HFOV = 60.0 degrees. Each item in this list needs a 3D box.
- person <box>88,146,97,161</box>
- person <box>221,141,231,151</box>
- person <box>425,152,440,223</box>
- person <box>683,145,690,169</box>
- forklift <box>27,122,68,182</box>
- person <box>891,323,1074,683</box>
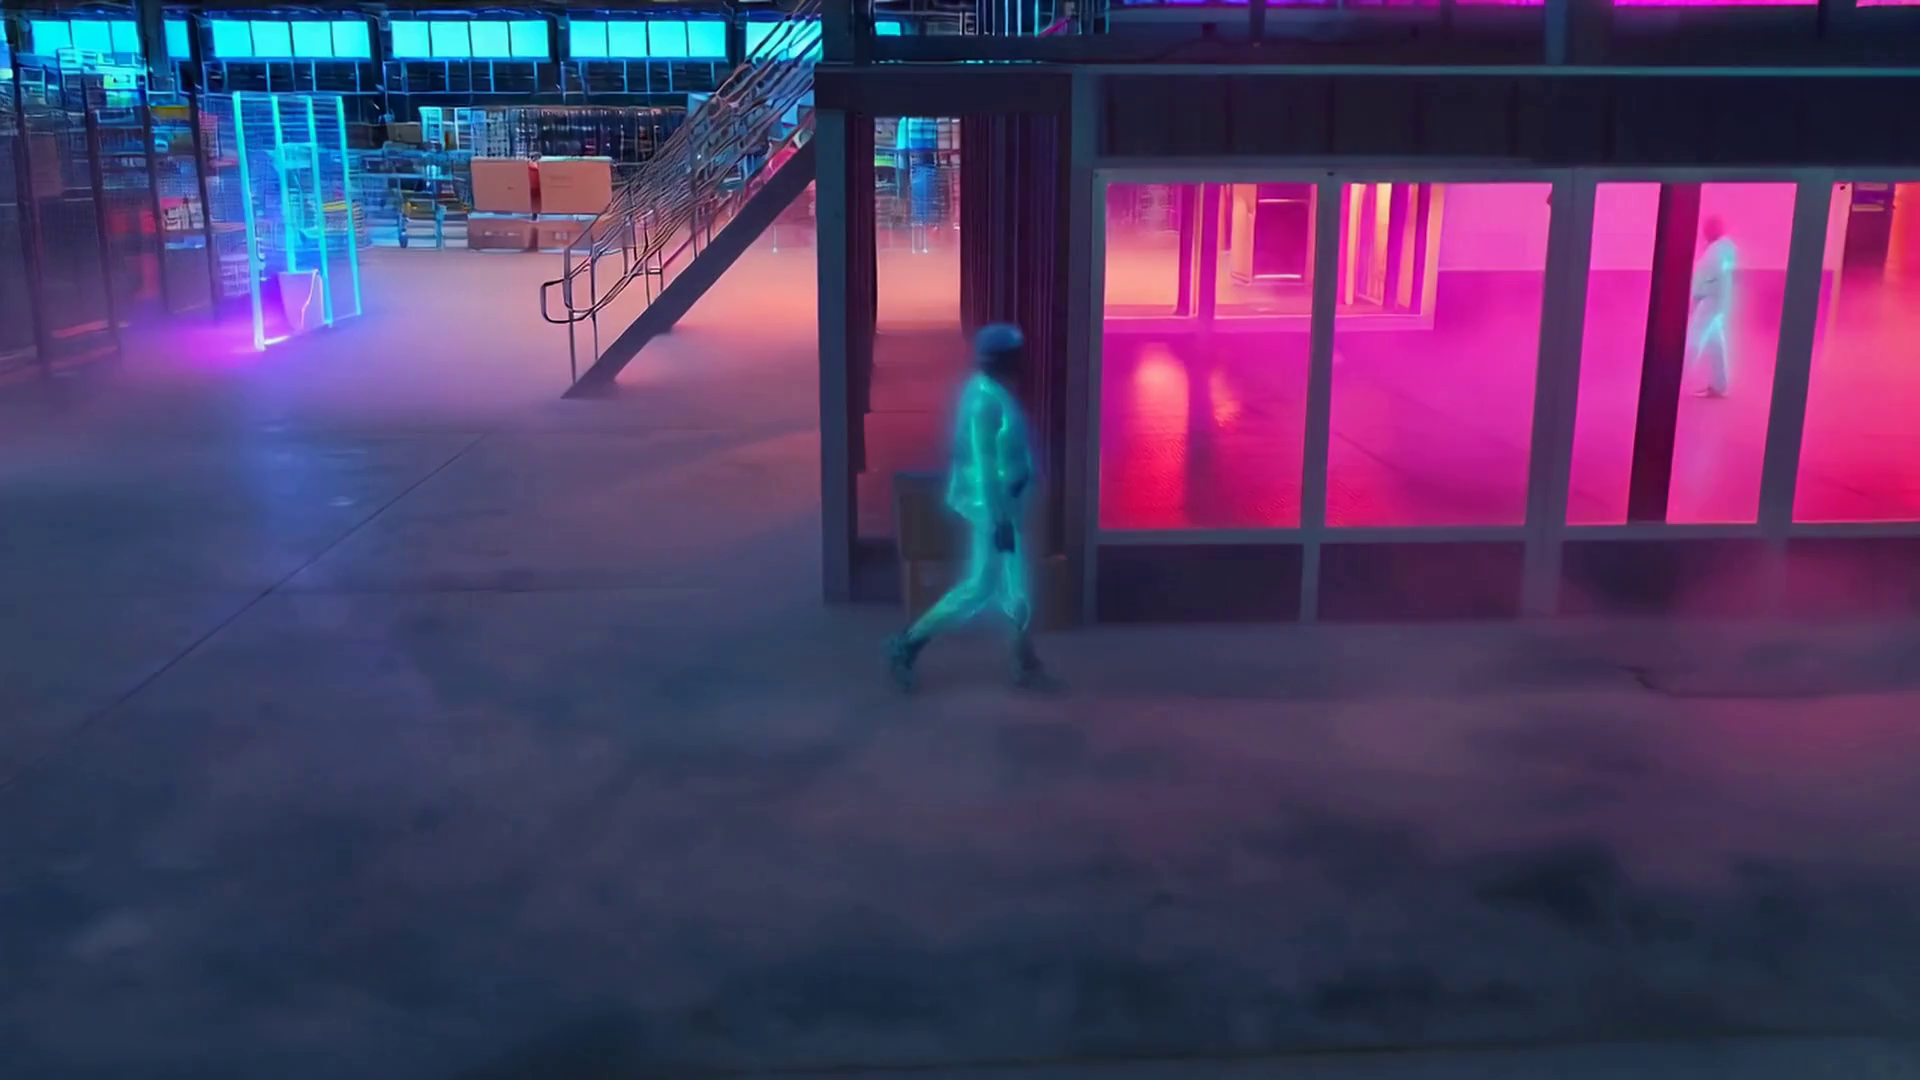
[{"bbox_3d":[-39.836,-17.329,76.525,0.372,1.928,0.543,-2,14,-6],"label":"person"},{"bbox_3d":[-37.603,-19.502,85.337,1.091,1.878,0.583,10,17,36],"label":"person"},{"bbox_3d":[-13.873,-9.217,43.915,0.413,2.030,0.611,-11,18,-37],"label":"person"},{"bbox_3d":[-12.652,-17.219,76.312,0.704,1.807,0.627,1,14,5],"label":"person"},{"bbox_3d":[-35.376,-14.773,64.377,1.129,2.768,1.873,-1,14,-2],"label":"forklift"},{"bbox_3d":[0.117,-0.153,8.110,0.844,1.818,0.629,1,14,4],"label":"person"}]
